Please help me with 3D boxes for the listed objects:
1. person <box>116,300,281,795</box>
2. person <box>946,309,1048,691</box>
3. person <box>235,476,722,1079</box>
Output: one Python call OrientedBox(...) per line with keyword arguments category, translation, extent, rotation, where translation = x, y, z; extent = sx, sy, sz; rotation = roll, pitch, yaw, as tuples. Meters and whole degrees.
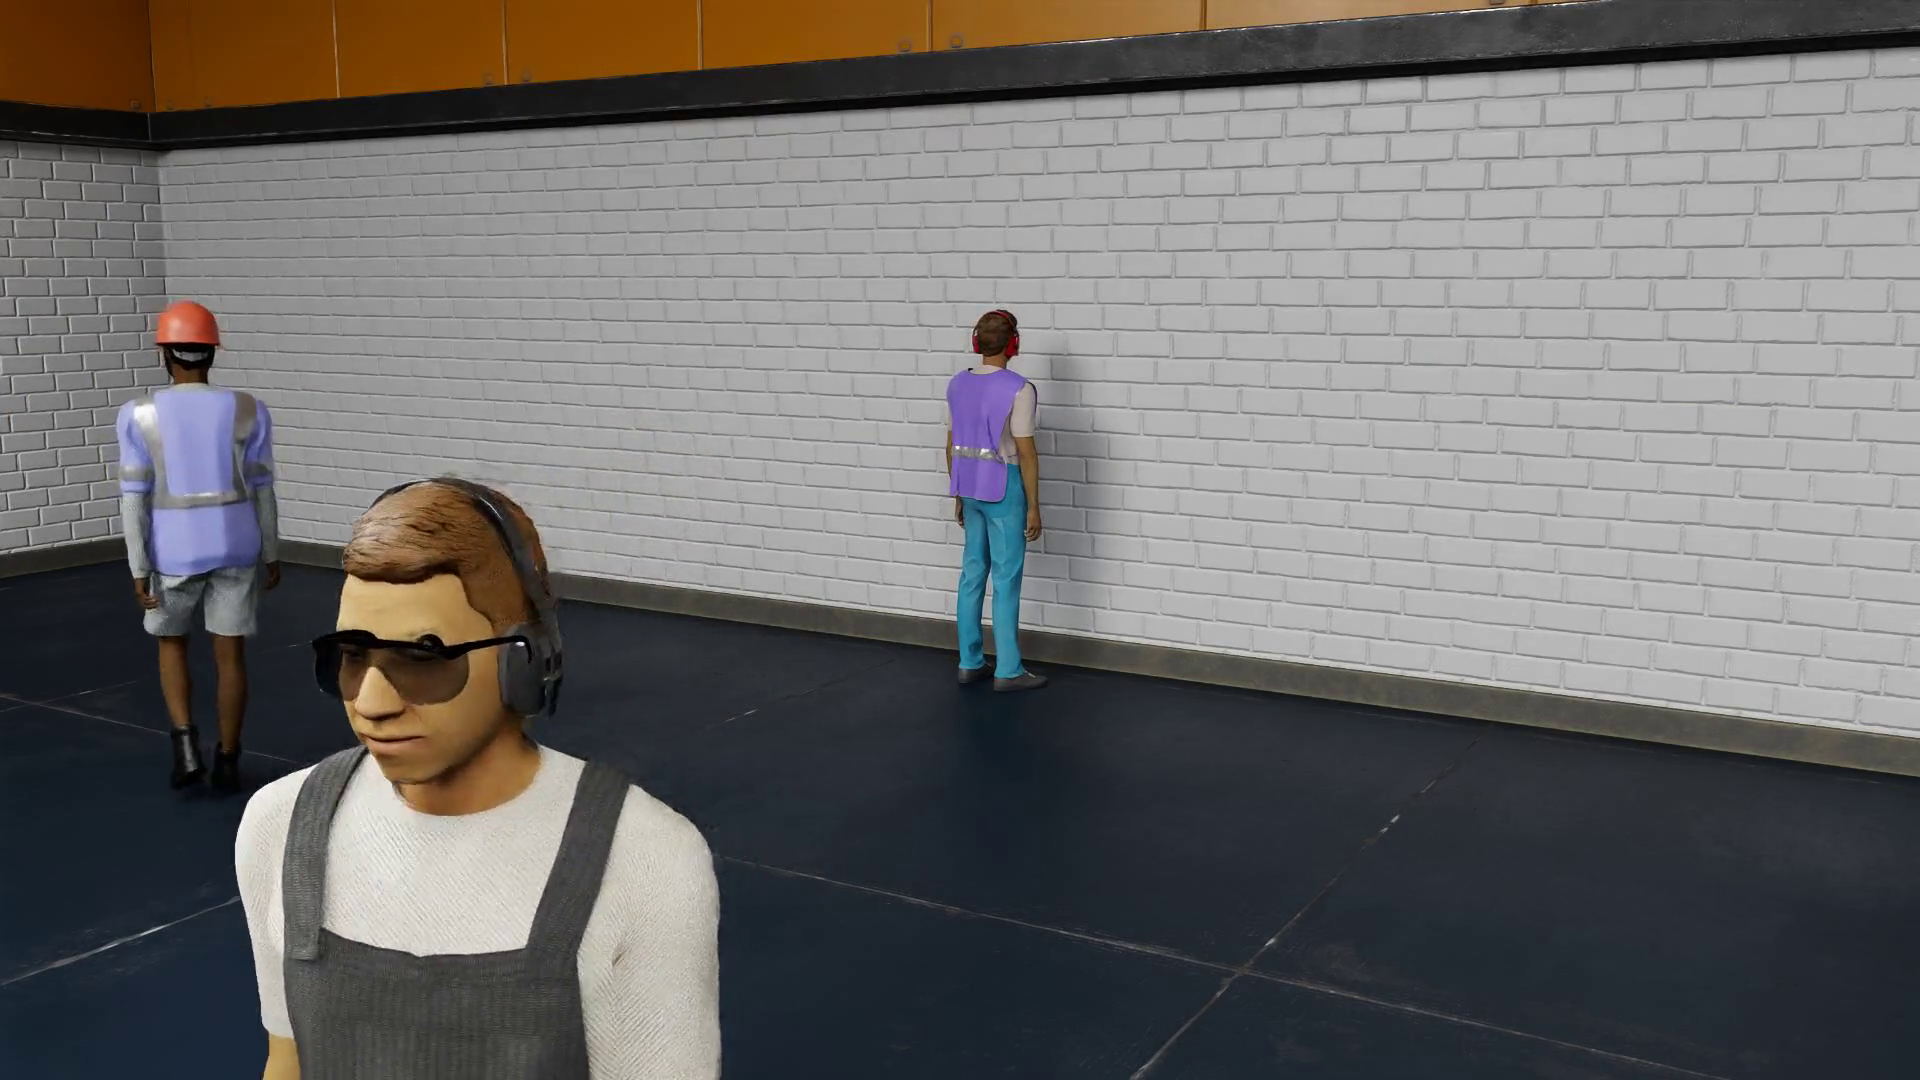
OrientedBox(category="person", translation=(-2.915, 0.042, 6.423), extent=(0.559, 1.922, 0.391), rotation=(-5, 10, -27))
OrientedBox(category="person", translation=(0.160, -0.189, 8.094), extent=(0.377, 1.847, 0.569), rotation=(-9, 12, -43))
OrientedBox(category="person", translation=(-0.500, 0.858, 1.614), extent=(0.541, 1.828, 0.632), rotation=(1, 9, 7))
